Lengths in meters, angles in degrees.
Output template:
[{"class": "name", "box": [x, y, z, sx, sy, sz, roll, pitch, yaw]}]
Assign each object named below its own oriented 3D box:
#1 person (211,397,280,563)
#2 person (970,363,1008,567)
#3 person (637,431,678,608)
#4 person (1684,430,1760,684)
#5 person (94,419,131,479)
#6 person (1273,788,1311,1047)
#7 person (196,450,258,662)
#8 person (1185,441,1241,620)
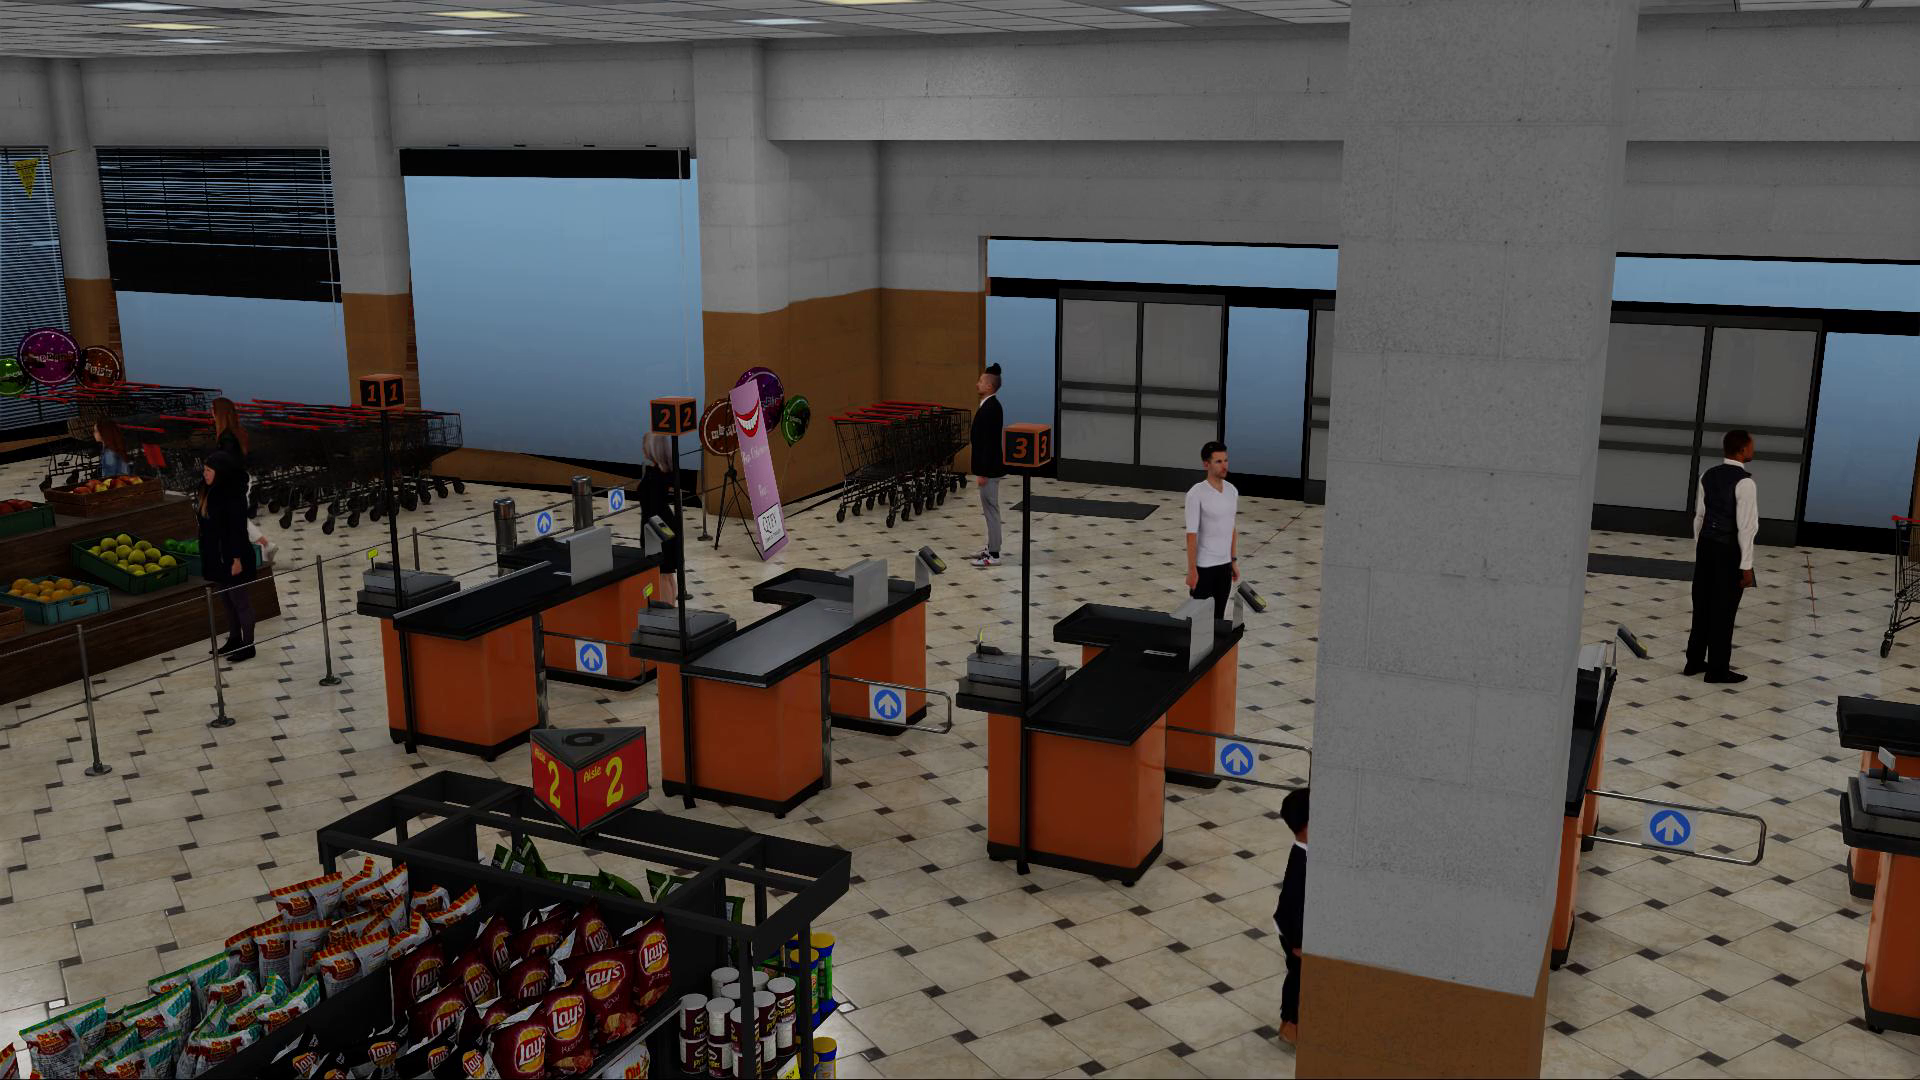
[{"class": "person", "box": [-6.723, -0.497, 15.565, 0.887, 1.690, 0.850, -3, 14, -12]}, {"class": "person", "box": [0.286, -0.733, 15.983, 0.848, 1.950, 0.694, 0, 14, 1]}, {"class": "person", "box": [-2.454, -0.035, 13.541, 0.746, 1.746, 0.630, 1, 14, 2]}, {"class": "person", "box": [5.757, 0.113, 12.567, 0.832, 1.917, 0.765, -5, 14, -18]}, {"class": "person", "box": [-7.866, -0.421, 15.727, 0.764, 1.465, 0.713, -8, 16, -31]}, {"class": "person", "box": [1.494, 1.705, 7.488, 0.618, 1.218, 0.494, 3, 14, 11]}, {"class": "person", "box": [-5.742, 0.117, 13.065, 0.737, 1.674, 0.735, 11, 18, 38]}, {"class": "person", "box": [1.874, 0.171, 12.470, 0.681, 1.851, 0.807, -10, 17, -35]}]
